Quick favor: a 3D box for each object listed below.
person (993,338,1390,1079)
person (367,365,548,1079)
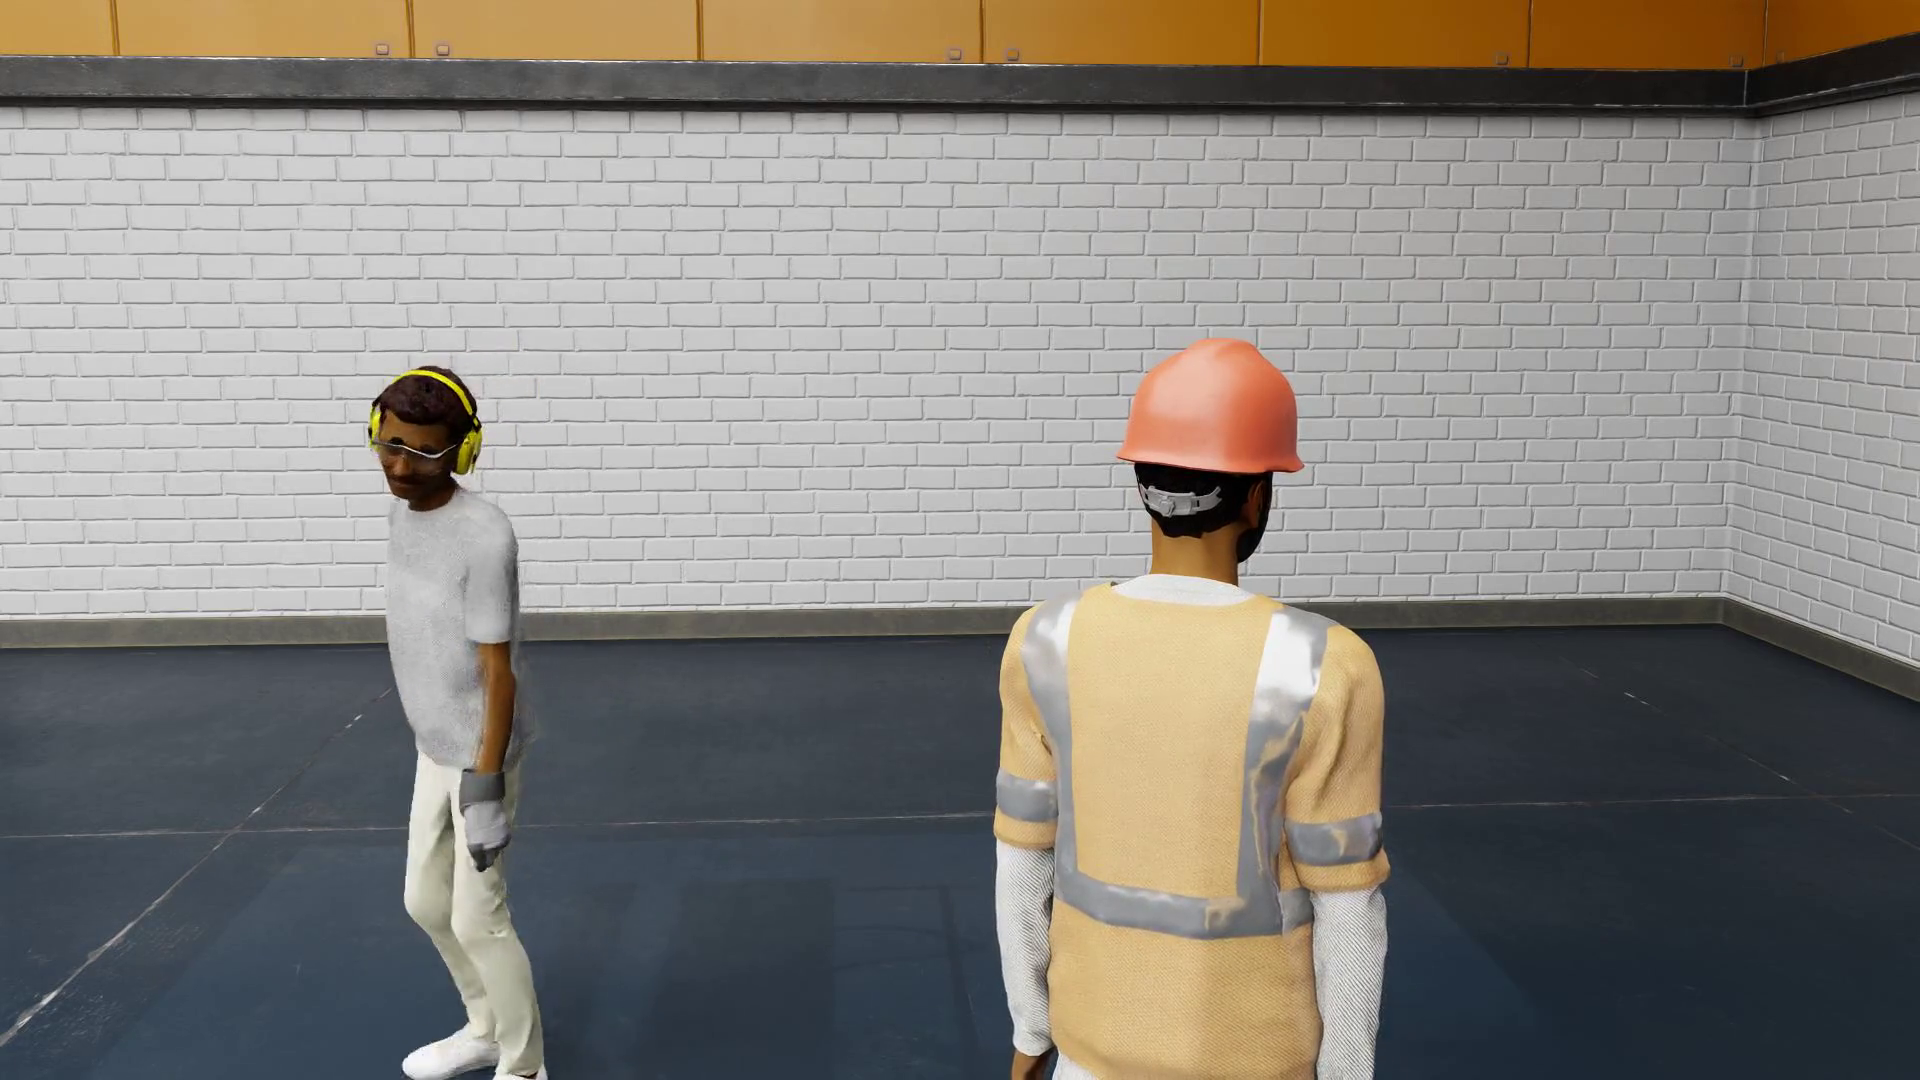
[{"bbox_3d":[0.329,0.686,2.374,0.552,1.934,0.373,4,10,25],"label":"person"},{"bbox_3d":[-1.148,0.506,3.839,0.459,1.830,0.570,-9,13,-44],"label":"person"}]
